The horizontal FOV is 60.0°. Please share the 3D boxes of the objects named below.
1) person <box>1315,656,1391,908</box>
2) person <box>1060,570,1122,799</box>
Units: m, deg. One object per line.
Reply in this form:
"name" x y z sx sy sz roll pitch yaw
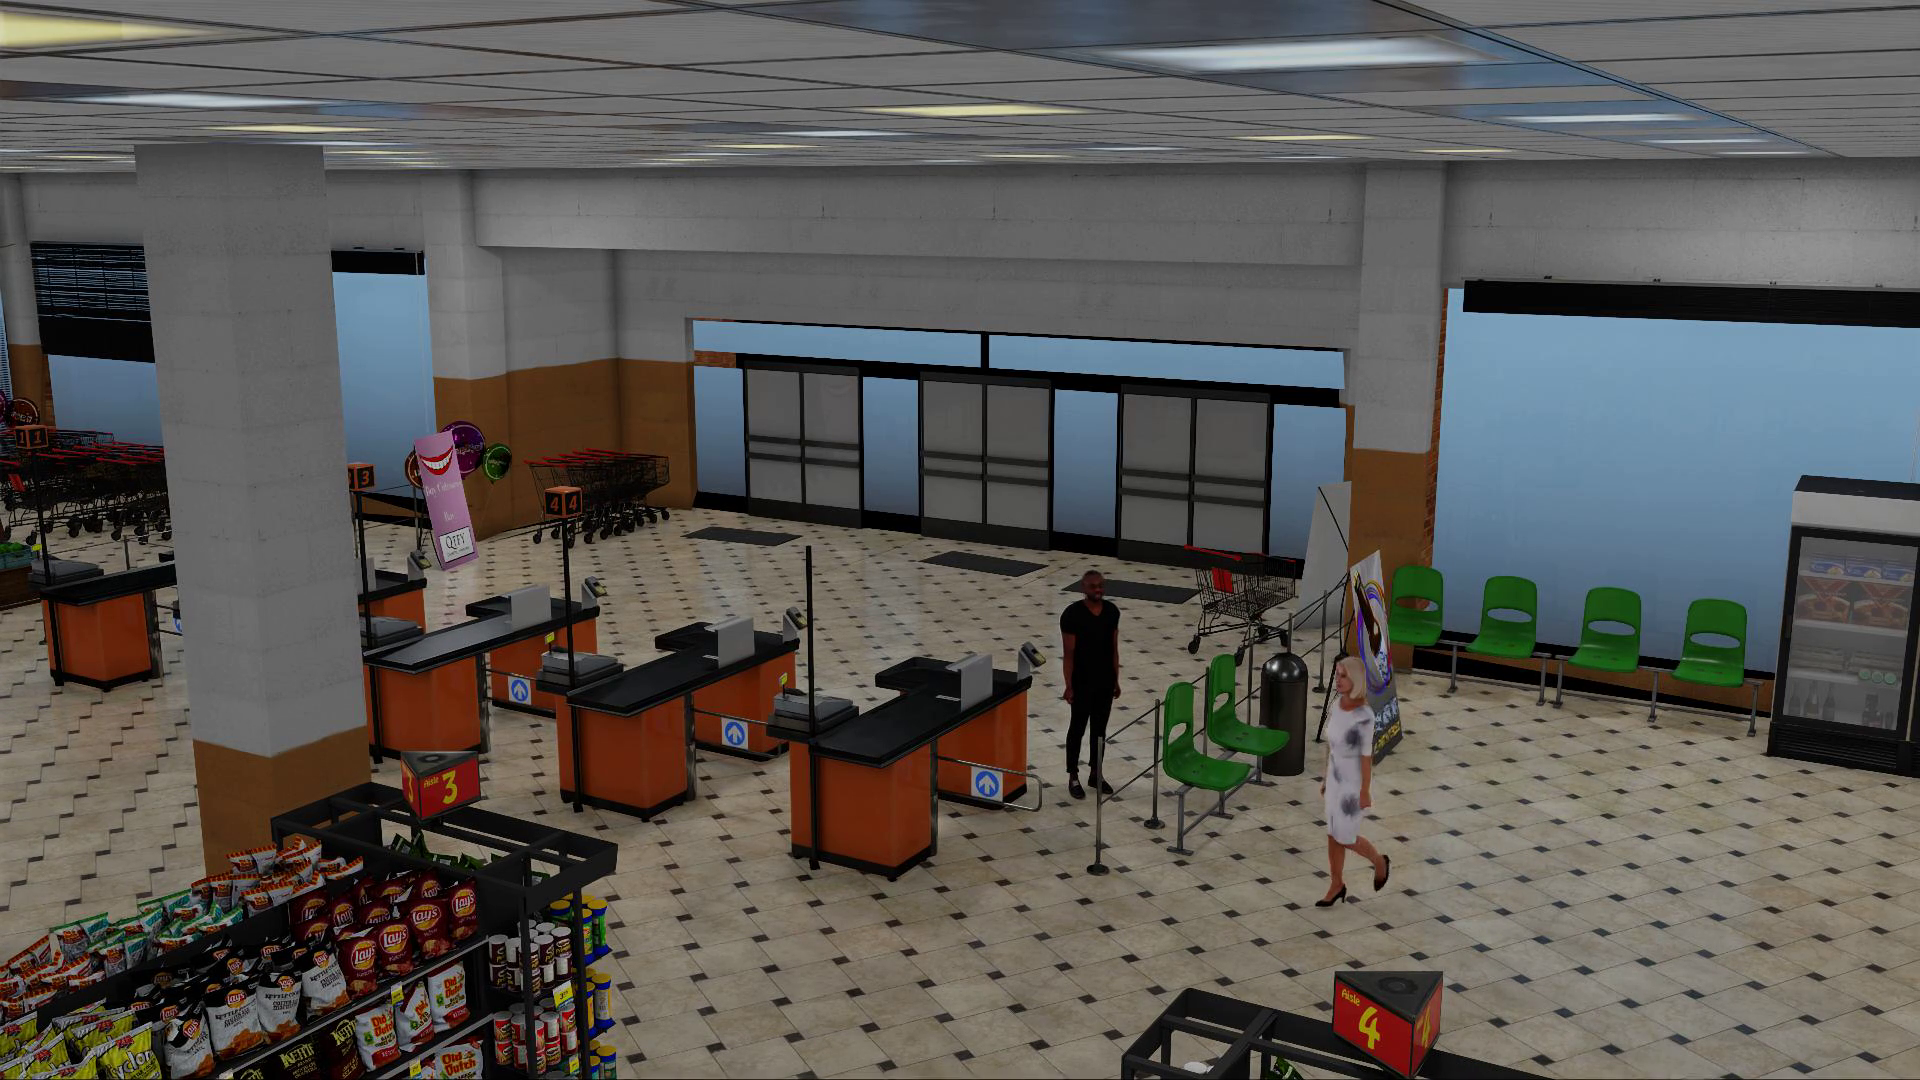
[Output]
"person" 2.644 1.611 11.080 0.890 1.738 0.801 -5 13 -23
"person" 1.039 1.123 13.200 0.701 1.819 0.805 -5 13 -24
